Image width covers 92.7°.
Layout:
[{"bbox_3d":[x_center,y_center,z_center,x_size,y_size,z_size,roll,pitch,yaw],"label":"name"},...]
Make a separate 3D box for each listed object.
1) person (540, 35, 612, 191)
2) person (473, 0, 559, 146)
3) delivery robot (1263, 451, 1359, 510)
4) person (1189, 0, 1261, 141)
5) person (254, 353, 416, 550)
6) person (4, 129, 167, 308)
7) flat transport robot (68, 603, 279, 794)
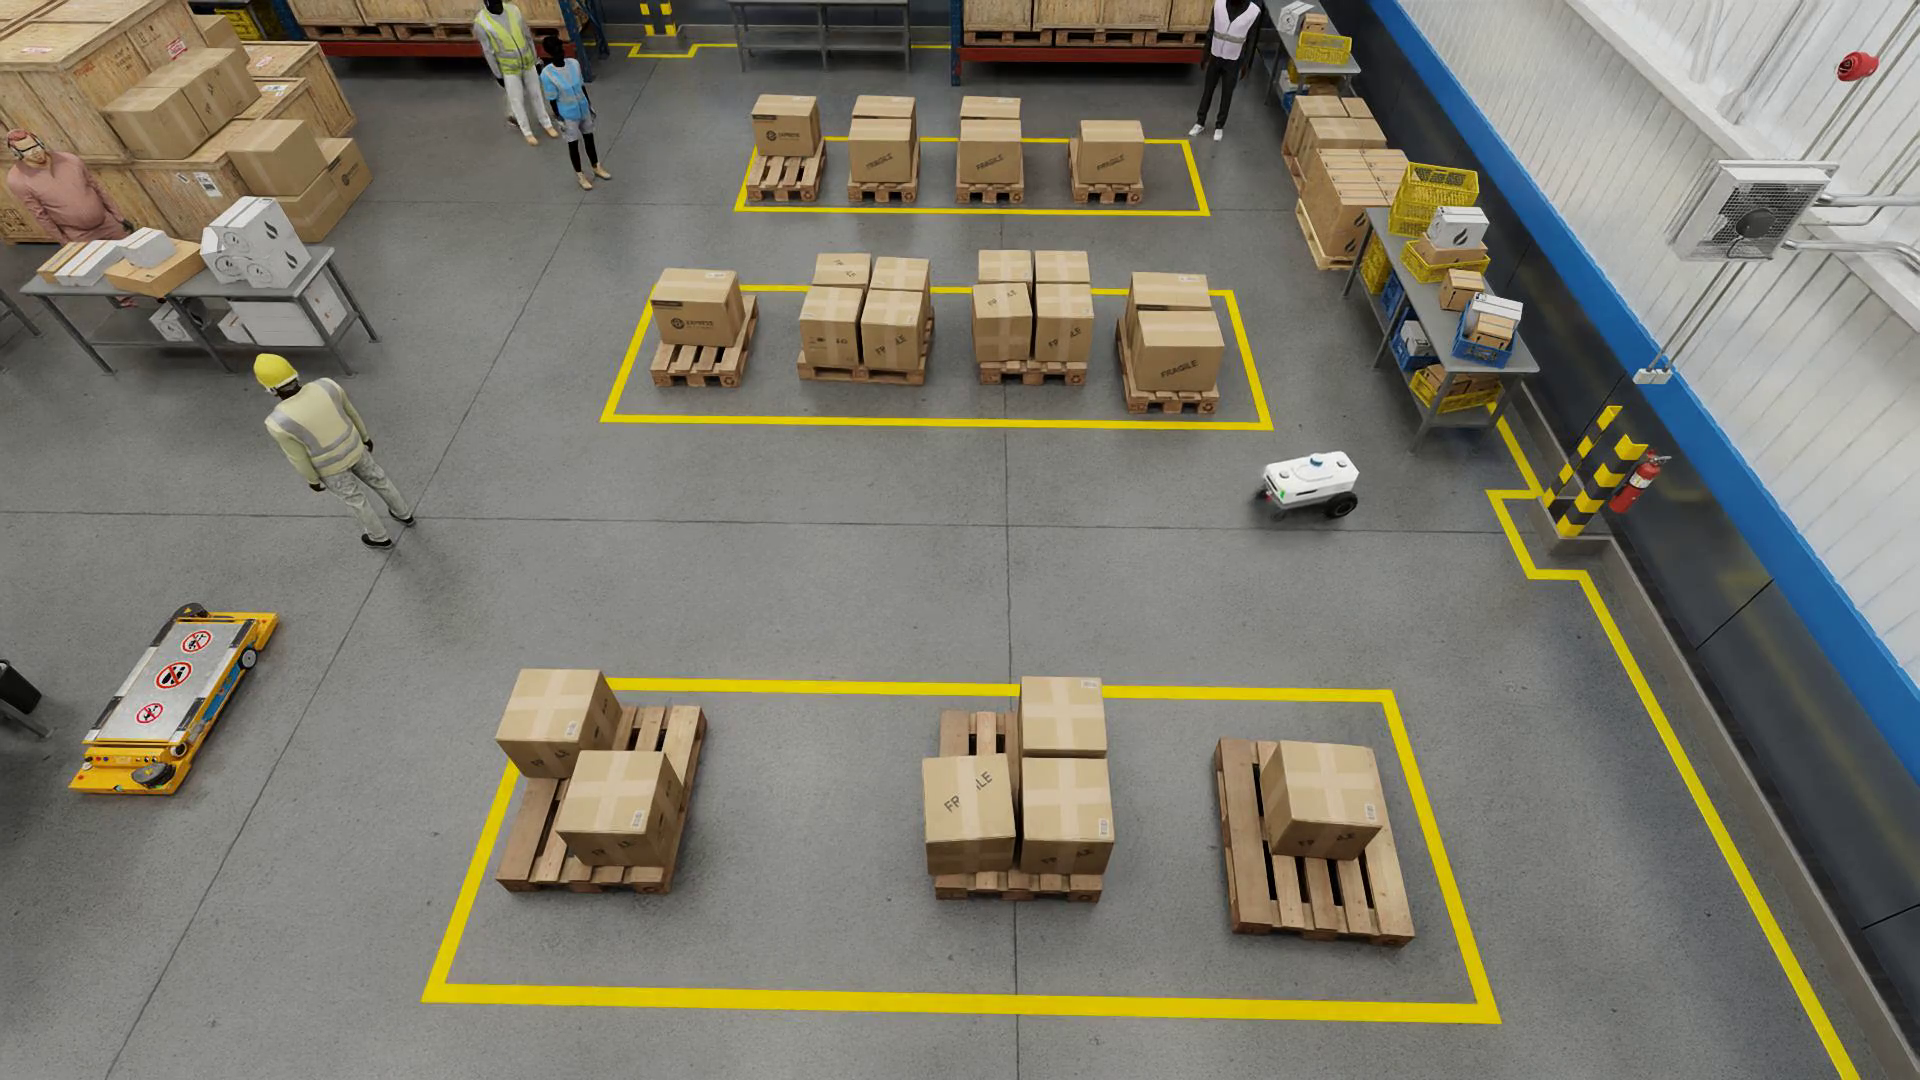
[{"bbox_3d":[-4.460,-4.938,10.598,0.318,1.695,0.539,28,55,22],"label":"person"},{"bbox_3d":[-5.454,-5.818,11.260,0.431,1.836,0.619,33,57,25],"label":"person"},{"bbox_3d":[2.872,-0.509,7.535,0.707,0.478,0.477,-11,51,-9],"label":"delivery robot"},{"bbox_3d":[3.281,-5.951,11.313,0.587,1.920,0.393,22,53,17],"label":"person"},{"bbox_3d":[-4.693,-0.646,6.879,0.404,1.833,0.590,17,52,14],"label":"person"},{"bbox_3d":[-8.366,-3.002,8.826,0.409,1.909,0.641,21,53,17],"label":"person"},{"bbox_3d":[-5.504,1.072,6.442,0.652,0.197,1.431,1,50,1],"label":"flat transport robot"}]
